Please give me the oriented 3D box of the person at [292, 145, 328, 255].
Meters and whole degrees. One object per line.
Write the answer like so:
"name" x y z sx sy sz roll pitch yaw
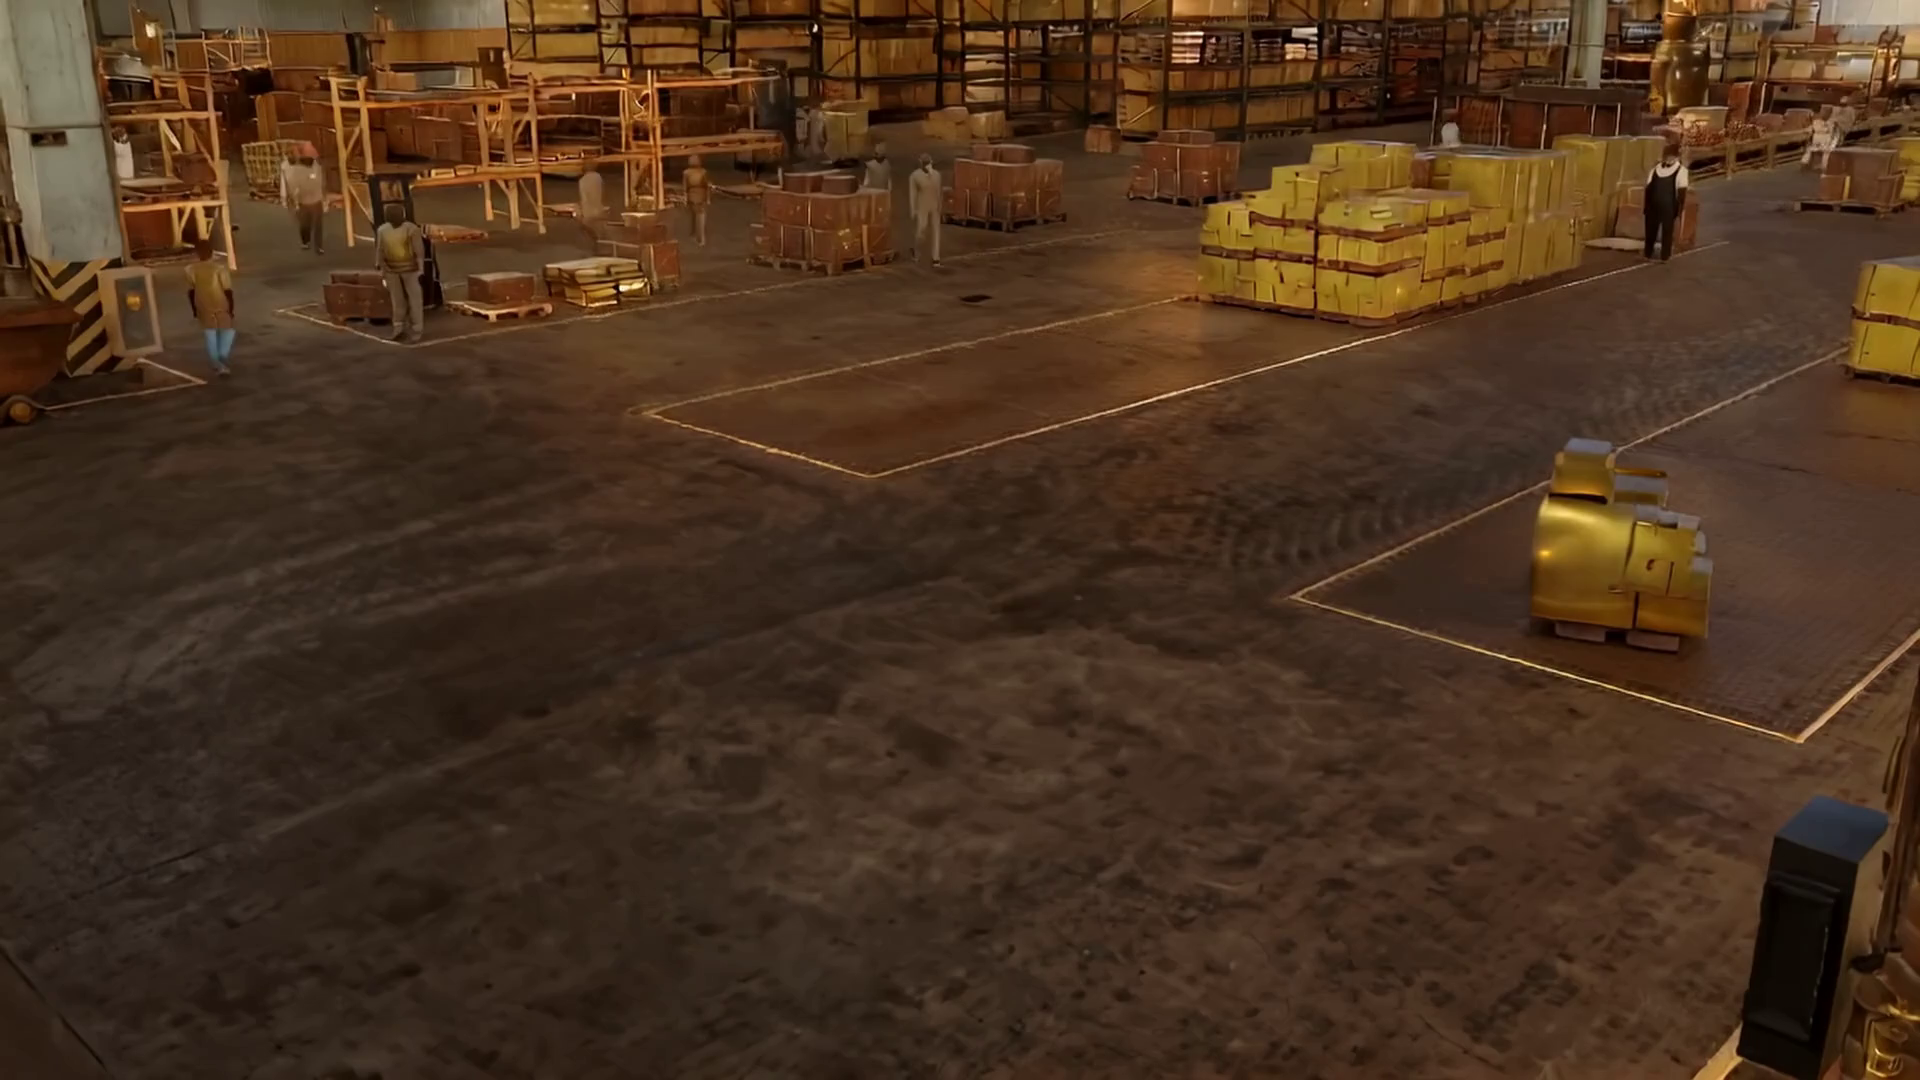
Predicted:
"person" -11.505 -6.021 29.453 0.620 1.900 0.533 -17 25 -41

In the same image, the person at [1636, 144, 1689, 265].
"person" 11.933 -5.707 28.287 0.535 2.000 0.687 -17 25 -41

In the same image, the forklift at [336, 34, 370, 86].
"forklift" -23.429 -18.309 64.943 1.129 2.768 1.873 17 25 41

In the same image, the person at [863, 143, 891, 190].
"person" -1.571 -6.458 30.903 0.574 1.829 0.802 -6 19 -19

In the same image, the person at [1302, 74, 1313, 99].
"person" 12.138 -15.450 58.214 0.538 1.673 0.721 17 25 42

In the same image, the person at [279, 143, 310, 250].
"person" -11.994 -6.249 30.167 0.603 1.885 0.777 0 18 1

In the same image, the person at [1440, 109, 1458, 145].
"person" 11.236 -8.946 38.307 0.681 1.888 0.543 15 24 38

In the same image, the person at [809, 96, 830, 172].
"person" -3.561 -10.243 42.094 0.423 1.946 0.630 -13 22 -34

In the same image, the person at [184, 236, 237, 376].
"person" -9.056 -2.822 20.127 0.552 1.687 0.350 0 18 0

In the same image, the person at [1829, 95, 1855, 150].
"person" 23.765 -11.098 44.890 0.595 1.810 0.674 17 25 41

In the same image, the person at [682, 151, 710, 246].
"person" -4.812 -6.239 30.416 0.492 1.713 0.718 -4 19 -13

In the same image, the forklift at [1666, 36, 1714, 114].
"forklift" 27.341 -17.291 61.877 1.129 2.768 1.873 17 25 41

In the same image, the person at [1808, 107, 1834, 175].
"person" 21.791 -10.097 42.063 0.594 1.681 0.543 -16 24 -40

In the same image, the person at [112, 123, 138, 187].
"person" -17.767 -7.929 35.318 0.430 1.832 0.507 17 25 41

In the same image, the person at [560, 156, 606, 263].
"person" -6.204 -5.407 27.606 0.981 1.891 0.647 6 19 19

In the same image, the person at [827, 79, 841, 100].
"person" -3.892 -13.409 51.792 0.528 1.858 0.531 -10 21 -28

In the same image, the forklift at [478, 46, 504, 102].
"forklift" -14.397 -13.832 51.456 1.129 2.768 1.873 17 25 41

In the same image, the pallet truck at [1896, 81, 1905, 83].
"pallet truck" 34.802 -16.331 61.455 0.653 1.274 1.630 17 25 41

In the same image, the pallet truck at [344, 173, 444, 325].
"pallet truck" -8.209 -4.181 23.757 0.823 1.965 1.885 3 19 9

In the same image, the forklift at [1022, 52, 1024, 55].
"forklift" 2.728 -22.083 76.314 1.873 2.768 1.129 3 19 9

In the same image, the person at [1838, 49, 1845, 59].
"person" 41.375 -22.277 78.300 0.412 1.982 0.700 11 21 30

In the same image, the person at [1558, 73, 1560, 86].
"person" 21.952 -16.390 60.658 0.546 1.921 0.661 -7 19 -19

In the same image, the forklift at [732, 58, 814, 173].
"forklift" -4.871 -10.950 42.772 1.129 2.768 1.873 17 25 41

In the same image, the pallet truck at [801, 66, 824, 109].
"pallet truck" -4.812 -15.182 56.903 0.823 1.965 1.885 -9 21 -26

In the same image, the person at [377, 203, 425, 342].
"person" -7.442 -3.555 22.135 0.644 1.835 0.430 3 19 8

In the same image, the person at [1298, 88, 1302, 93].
"person" 13.177 -17.267 63.672 0.549 1.675 0.573 2 18 5

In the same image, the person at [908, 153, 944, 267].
"person" -0.602 -5.616 28.227 0.634 1.911 0.743 -9 20 -25
